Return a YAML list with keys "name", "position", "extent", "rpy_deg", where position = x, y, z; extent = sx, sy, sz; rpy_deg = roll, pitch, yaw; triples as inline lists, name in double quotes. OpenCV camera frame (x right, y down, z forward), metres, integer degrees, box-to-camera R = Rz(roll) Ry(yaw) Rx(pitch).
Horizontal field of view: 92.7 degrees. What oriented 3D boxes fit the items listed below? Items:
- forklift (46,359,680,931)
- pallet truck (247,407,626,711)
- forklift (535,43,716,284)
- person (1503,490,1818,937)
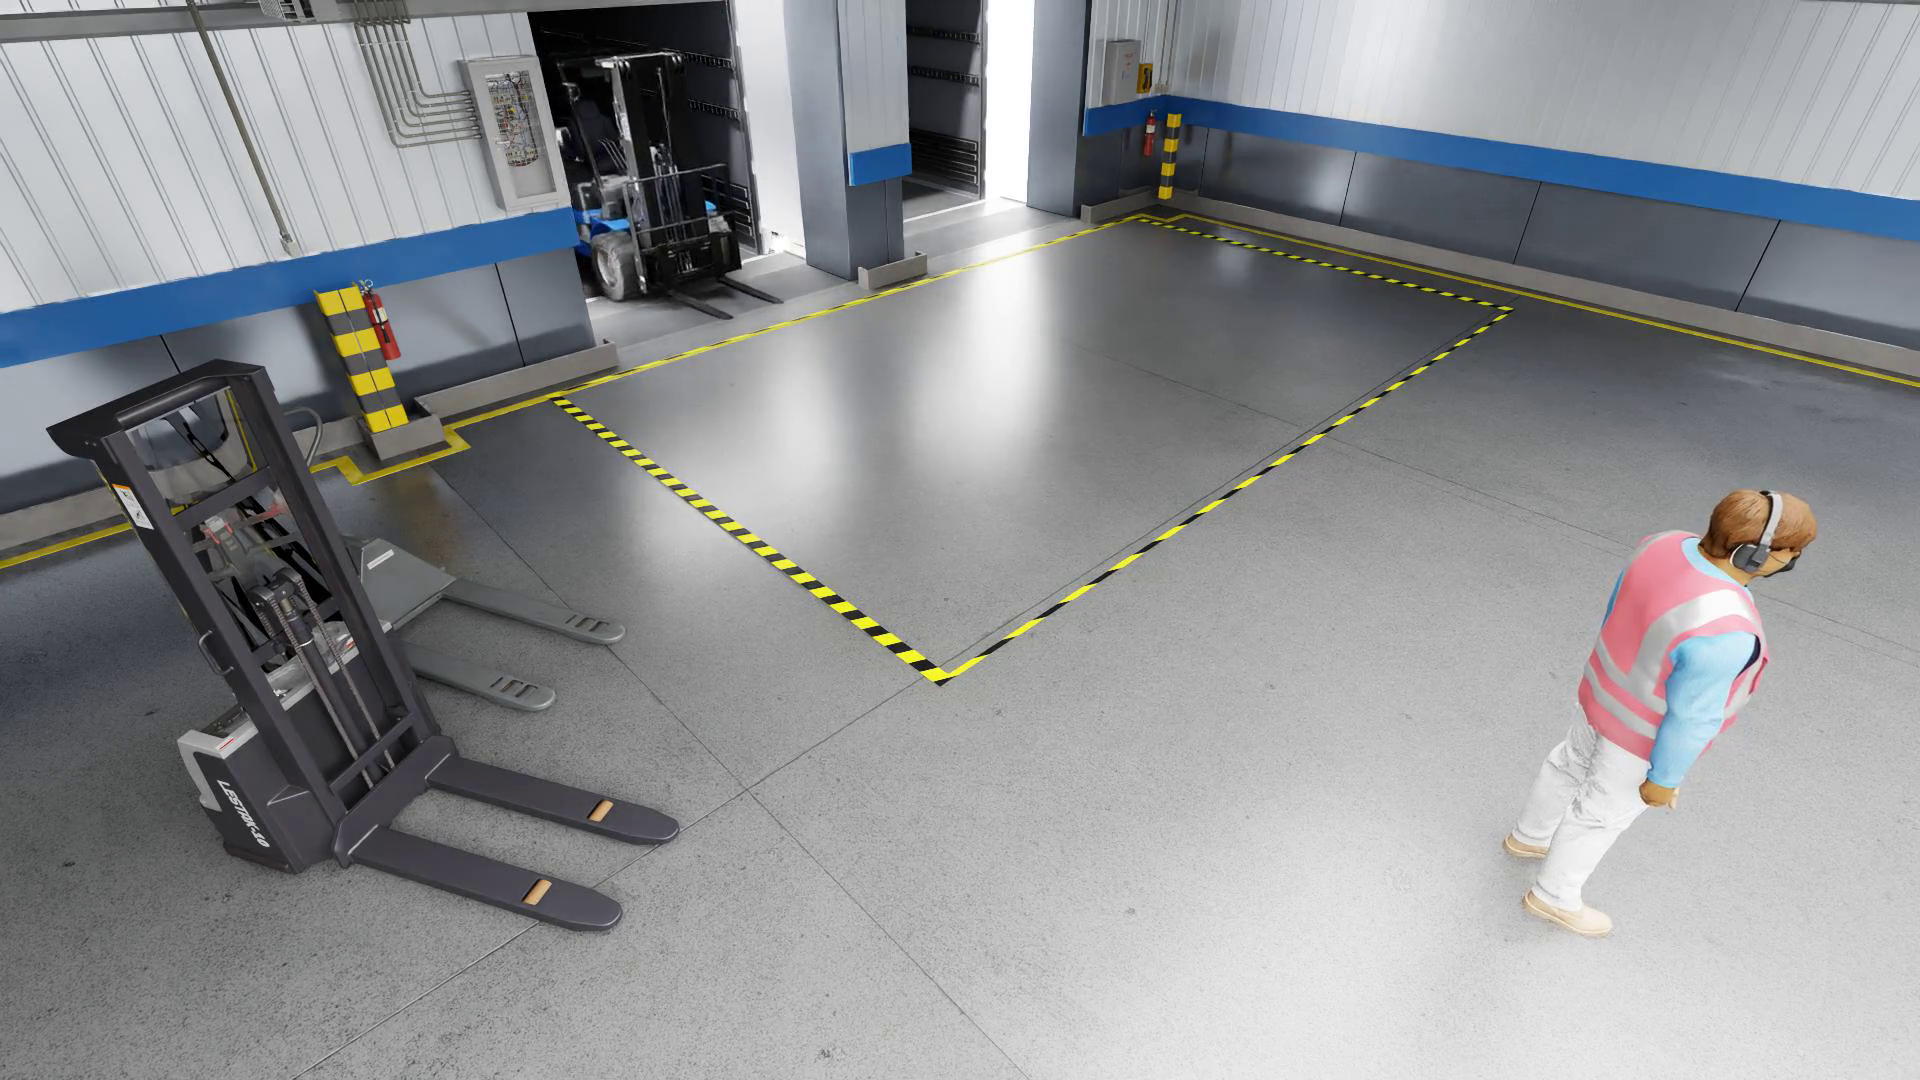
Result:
- name: "forklift"
  position: [-2.135, 0.422, 3.354]
  extent: [1.885, 1.965, 0.823]
  rpy_deg: [10, 35, 14]
- name: "pallet truck"
  position: [-2.628, 0.038, 4.590]
  extent: [1.601, 1.201, 0.680]
  rpy_deg: [12, 36, 18]
- name: "forklift"
  position: [-3.603, -3.944, 9.438]
  extent: [2.680, 2.036, 1.157]
  rpy_deg: [29, 44, 36]
- name: "person"
  position: [2.381, 0.625, 3.192]
  extent: [0.429, 1.841, 0.635]
  rpy_deg: [8, 35, 12]
